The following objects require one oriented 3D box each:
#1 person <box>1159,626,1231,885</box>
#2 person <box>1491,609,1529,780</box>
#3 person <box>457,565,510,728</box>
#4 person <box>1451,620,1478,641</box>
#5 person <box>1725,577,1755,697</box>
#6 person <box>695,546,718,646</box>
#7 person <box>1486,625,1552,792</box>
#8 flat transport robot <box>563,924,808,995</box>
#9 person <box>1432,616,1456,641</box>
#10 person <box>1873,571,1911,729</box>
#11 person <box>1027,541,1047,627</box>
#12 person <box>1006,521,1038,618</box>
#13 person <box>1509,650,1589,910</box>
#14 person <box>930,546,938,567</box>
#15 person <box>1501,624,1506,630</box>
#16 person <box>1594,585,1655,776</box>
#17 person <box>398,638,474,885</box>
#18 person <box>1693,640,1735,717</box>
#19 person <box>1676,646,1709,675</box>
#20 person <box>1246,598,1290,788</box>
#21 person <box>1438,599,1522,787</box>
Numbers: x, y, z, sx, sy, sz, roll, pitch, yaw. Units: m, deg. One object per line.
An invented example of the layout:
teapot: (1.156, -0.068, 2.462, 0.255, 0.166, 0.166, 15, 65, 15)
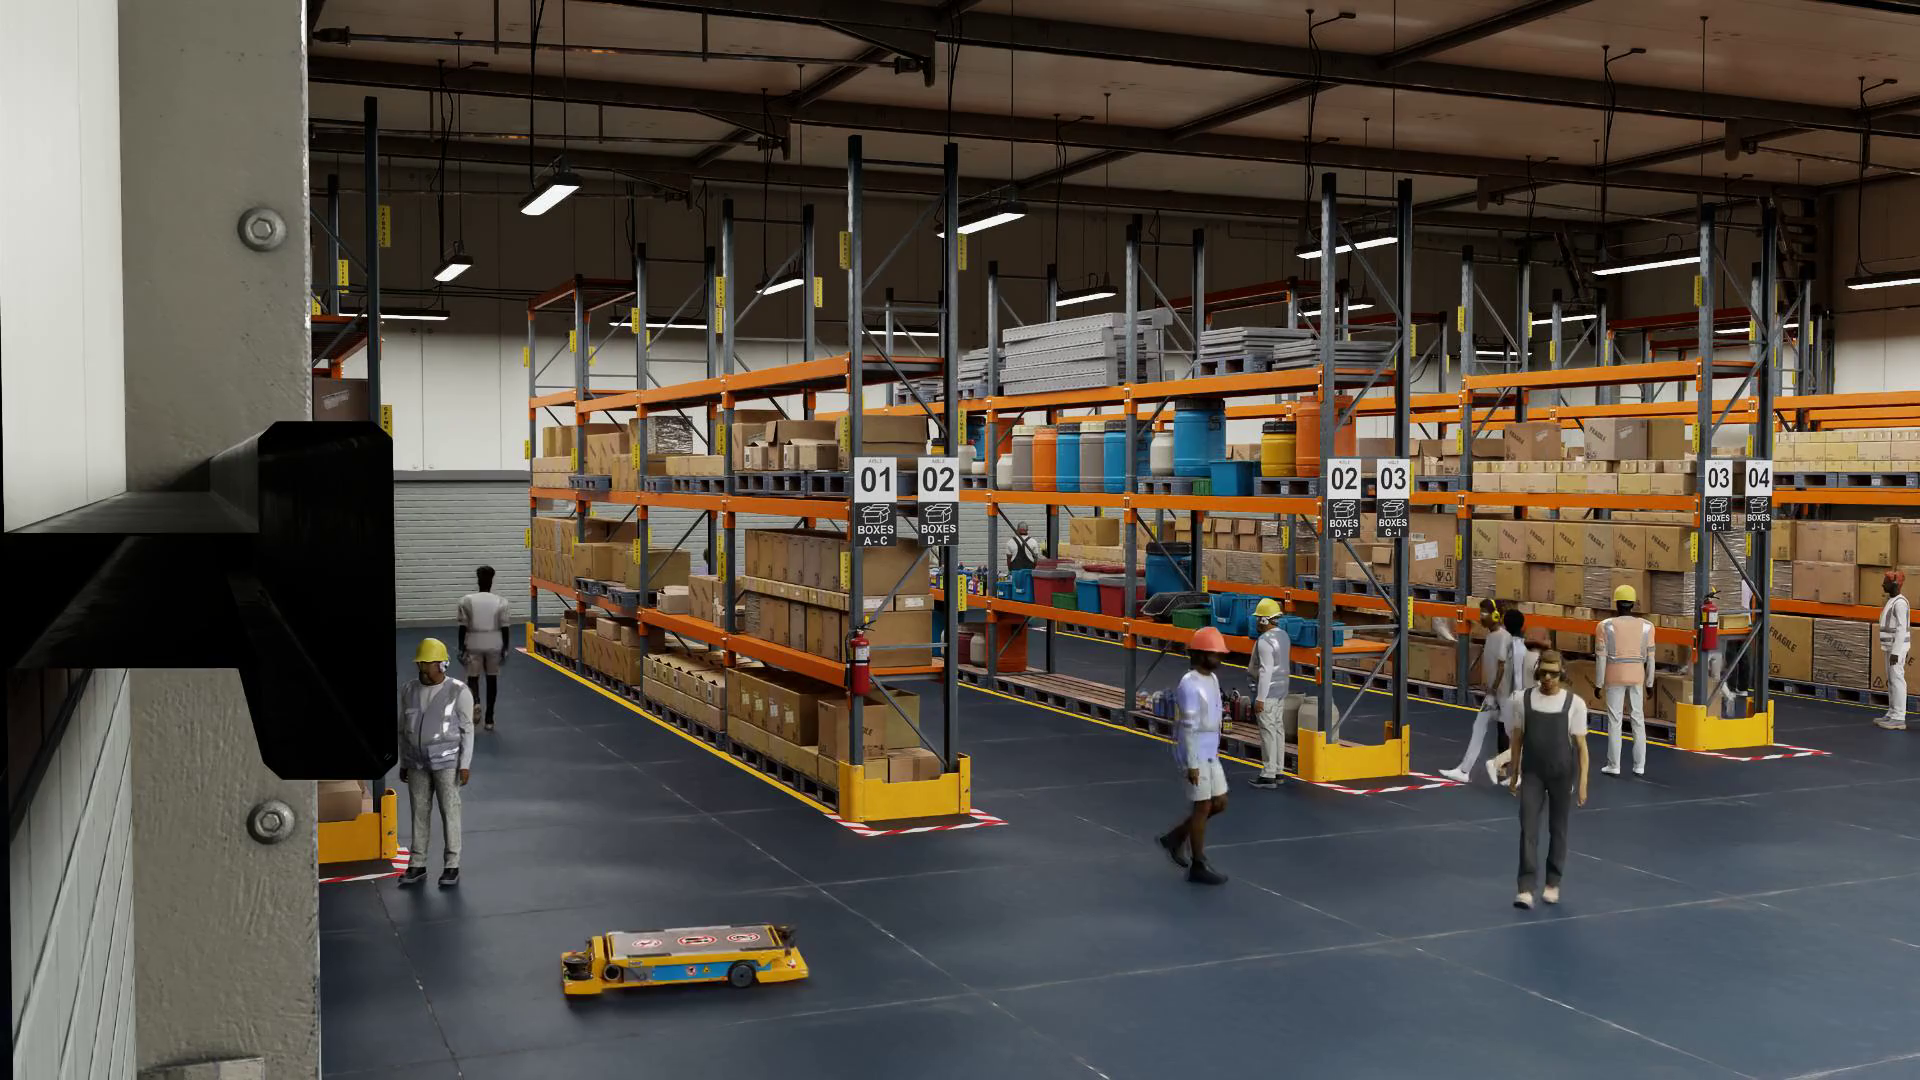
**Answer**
person: (1.774, 1.601, 13.421, 0.520, 1.923, 0.546, 1, 3, 31)
person: (5.510, 1.538, 17.843, 0.529, 1.697, 0.321, 0, 2, 3)
person: (-5.667, 1.276, 21.324, 0.623, 1.953, 0.509, -1, 2, -14)
person: (8.416, 0.939, 29.931, 0.620, 1.975, 0.693, -1, 2, -22)
person: (10.565, 1.177, 24.419, 0.591, 1.919, 0.392, -1, 2, -27)
person: (-3.849, 1.044, 28.151, 0.631, 1.912, 0.867, -1, 3, -33)
person: (5.422, 1.613, 17.164, 0.693, 1.607, 0.498, 0, 2, 7)
flat transport robot: (-1.676, 2.529, 10.870, 1.431, 0.197, 0.652, -1, 2, -13)
person: (7.809, 1.039, 28.781, 0.583, 1.864, 0.712, -1, 3, -33)
person: (11.176, 1.309, 21.452, 0.356, 1.882, 0.574, 1, 2, 19)
person: (1.666, 0.878, 34.891, 0.935, 1.710, 0.529, -1, 3, -29)
person: (1.323, 0.633, 37.582, 0.684, 2.000, 0.538, 0, 2, 10)
person: (4.099, 1.685, 12.526, 0.548, 1.806, 0.894, 1, 2, 25)
person: (-0.478, 0.679, 38.507, 0.403, 1.830, 0.599, 0, 2, 2)
person: (8.102, 1.085, 26.480, 0.605, 1.944, 0.402, 2, 3, 39)
person: (6.705, 1.415, 18.101, 0.593, 1.924, 0.381, 0, 2, 2)
person: (-3.922, 1.650, 13.348, 0.592, 1.821, 0.404, 0, 2, 12)
person: (9.283, 1.410, 22.133, 0.509, 1.617, 0.607, 0, 2, -13)
person: (9.771, 1.172, 23.876, 0.621, 1.980, 0.583, -2, 3, -36)
person: (3.003, 1.485, 17.479, 0.404, 1.830, 0.601, 1, 3, 29)
person: (5.135, 1.489, 17.394, 0.930, 1.822, 0.533, 0, 2, -7)
